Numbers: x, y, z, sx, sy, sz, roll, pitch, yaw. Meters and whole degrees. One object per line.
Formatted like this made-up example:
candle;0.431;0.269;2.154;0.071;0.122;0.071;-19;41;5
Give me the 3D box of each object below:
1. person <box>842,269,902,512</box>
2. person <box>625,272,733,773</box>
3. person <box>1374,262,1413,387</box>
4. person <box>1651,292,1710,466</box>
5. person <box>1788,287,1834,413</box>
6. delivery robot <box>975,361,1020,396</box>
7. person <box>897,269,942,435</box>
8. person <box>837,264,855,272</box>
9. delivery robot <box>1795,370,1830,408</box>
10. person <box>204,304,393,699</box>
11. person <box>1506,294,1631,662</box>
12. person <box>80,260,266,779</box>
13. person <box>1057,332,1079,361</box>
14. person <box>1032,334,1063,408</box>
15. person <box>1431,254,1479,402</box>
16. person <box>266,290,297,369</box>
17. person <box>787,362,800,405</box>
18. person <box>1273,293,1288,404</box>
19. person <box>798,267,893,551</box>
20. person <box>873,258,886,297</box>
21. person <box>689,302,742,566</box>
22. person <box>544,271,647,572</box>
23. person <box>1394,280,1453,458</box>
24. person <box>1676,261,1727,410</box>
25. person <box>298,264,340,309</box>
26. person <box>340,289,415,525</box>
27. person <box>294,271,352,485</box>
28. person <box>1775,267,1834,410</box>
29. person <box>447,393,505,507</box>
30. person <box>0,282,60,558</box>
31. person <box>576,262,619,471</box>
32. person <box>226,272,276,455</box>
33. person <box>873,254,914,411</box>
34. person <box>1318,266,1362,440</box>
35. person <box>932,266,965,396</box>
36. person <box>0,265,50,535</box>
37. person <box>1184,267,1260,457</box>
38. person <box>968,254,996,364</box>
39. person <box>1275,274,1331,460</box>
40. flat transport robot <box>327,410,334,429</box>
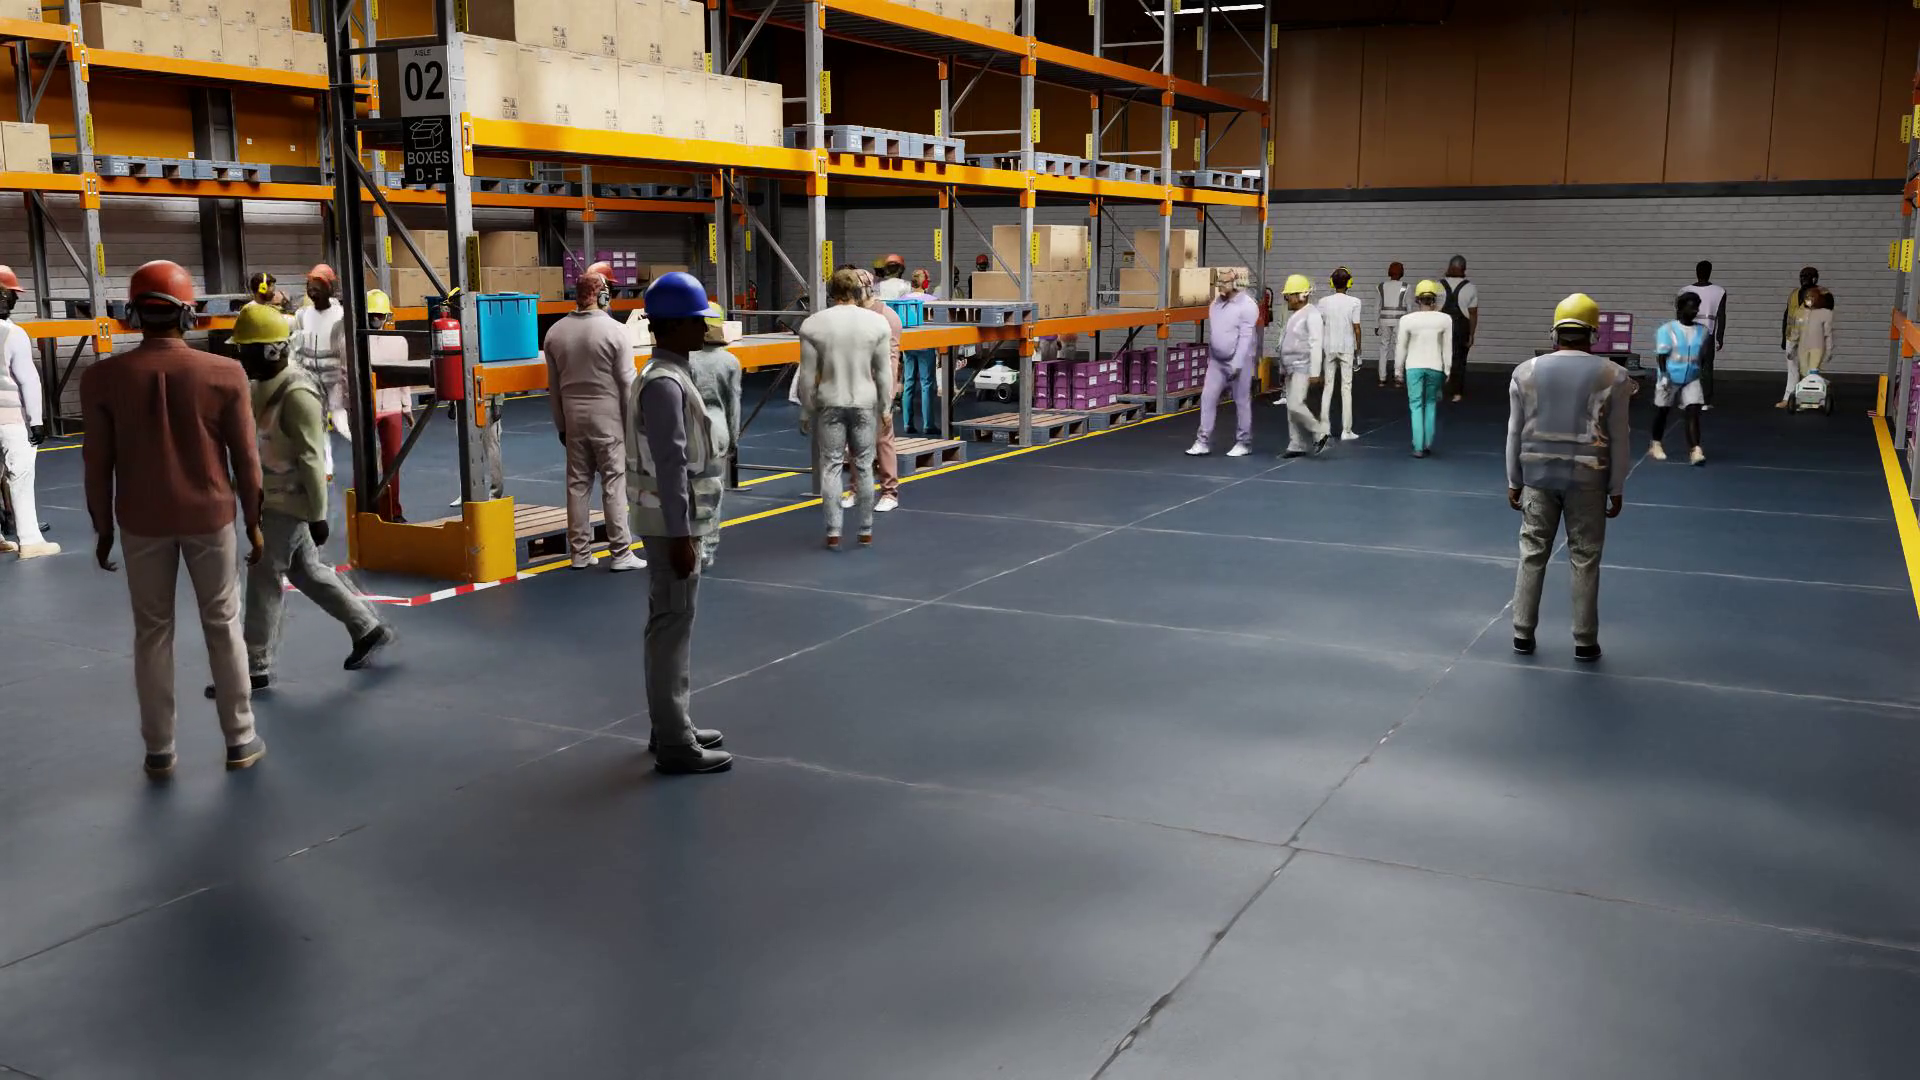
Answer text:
person;-0.758;-1.167;13.067;0.635;1.899;0.397;7;12;34
person;-1.114;-0.069;6.538;0.388;1.949;0.602;-2;10;-12
person;6.559;-3.254;25.175;0.583;1.879;0.337;6;11;30
person;6.918;-1.549;15.964;0.535;1.650;0.889;0;10;0
person;10.922;-2.441;21.312;0.808;1.591;0.513;-8;13;-38
delivery robot;0.544;-2.197;22.617;0.707;0.478;0.477;8;12;37
person;-0.462;-2.093;18.553;0.571;1.843;0.373;5;11;27
person;-1.274;-2.008;17.893;0.781;1.907;0.690;6;12;32
delivery robot;10.698;-1.892;20.854;0.477;0.478;0.707;6;11;31
person;-3.114;-0.205;7.786;0.895;1.798;0.604;-8;13;-40
person;3.026;-0.308;8.305;0.591;1.823;0.405;6;12;32
person;-3.027;-0.077;6.452;0.622;1.992;0.396;-4;10;-20
person;1.398;-2.755;22.936;0.709;1.655;0.334;-8;13;-40
person;1.121;-2.607;21.263;0.371;1.939;0.543;9;13;42
person;6.645;-2.868;22.481;0.688;2.000;0.851;4;11;24
person;-7.000;-1.751;17.186;0.515;1.636;0.314;-2;10;-10
person;-1.945;-2.591;22.167;0.547;1.589;0.884;9;13;43
person;4.409;-2.597;22.086;0.265;1.631;0.507;-9;13;-42
person;-0.782;-0.886;11.384;0.653;1.931;0.554;-1;10;-4
person;-1.417;-3.993;29.313;0.364;1.928;0.594;-6;12;-32
person;-1.643;-0.642;10.618;0.559;1.719;0.518;-4;11;-24
person;-2.294;-0.743;10.570;0.642;1.906;0.410;4;10;20
person;4.577;-1.698;16.517;0.547;1.747;0.591;0;10;2
person;9.556;-2.637;21.488;0.591;1.922;0.392;5;11;25
person;-7.161;-2.153;18.786;0.552;1.908;0.825;2;10;14
person;-4.211;-0.929;12.064;0.329;1.762;0.523;9;14;44
person;-5.502;-1.416;14.574;0.583;1.868;0.645;2;10;11
person;10.908;-2.600;21.504;0.429;1.841;0.633;-6;11;-29
person;-3.847;-1.071;13.223;0.514;1.645;0.308;3;10;15
person;-6.356;-0.794;11.051;0.634;1.841;0.429;2;10;12
person;-3.350;-1.607;15.485;0.376;1.934;0.548;-8;12;-38
person;-6.962;-1.710;16.378;0.697;1.837;0.557;-1;10;-6
person;-0.814;-2.630;21.197;0.678;2.003;0.618;5;11;26
person;4.117;-2.017;18.037;0.513;1.877;0.328;6;11;30
person;-0.131;-2.952;23.539;0.430;1.845;0.619;6;12;32
person;-6.892;-1.007;12.010;0.550;1.933;0.374;7;12;36
person;2.575;-1.729;16.356;0.861;1.873;0.639;-9;13;-41
person;0.412;-4.231;30.499;0.614;1.993;0.395;-4;11;-23
person;3.310;-1.670;16.200;0.451;1.819;0.611;-2;10;-13
flat transport robot;-7.546;-1.309;18.570;1.431;0.197;0.652;-8;12;-38
